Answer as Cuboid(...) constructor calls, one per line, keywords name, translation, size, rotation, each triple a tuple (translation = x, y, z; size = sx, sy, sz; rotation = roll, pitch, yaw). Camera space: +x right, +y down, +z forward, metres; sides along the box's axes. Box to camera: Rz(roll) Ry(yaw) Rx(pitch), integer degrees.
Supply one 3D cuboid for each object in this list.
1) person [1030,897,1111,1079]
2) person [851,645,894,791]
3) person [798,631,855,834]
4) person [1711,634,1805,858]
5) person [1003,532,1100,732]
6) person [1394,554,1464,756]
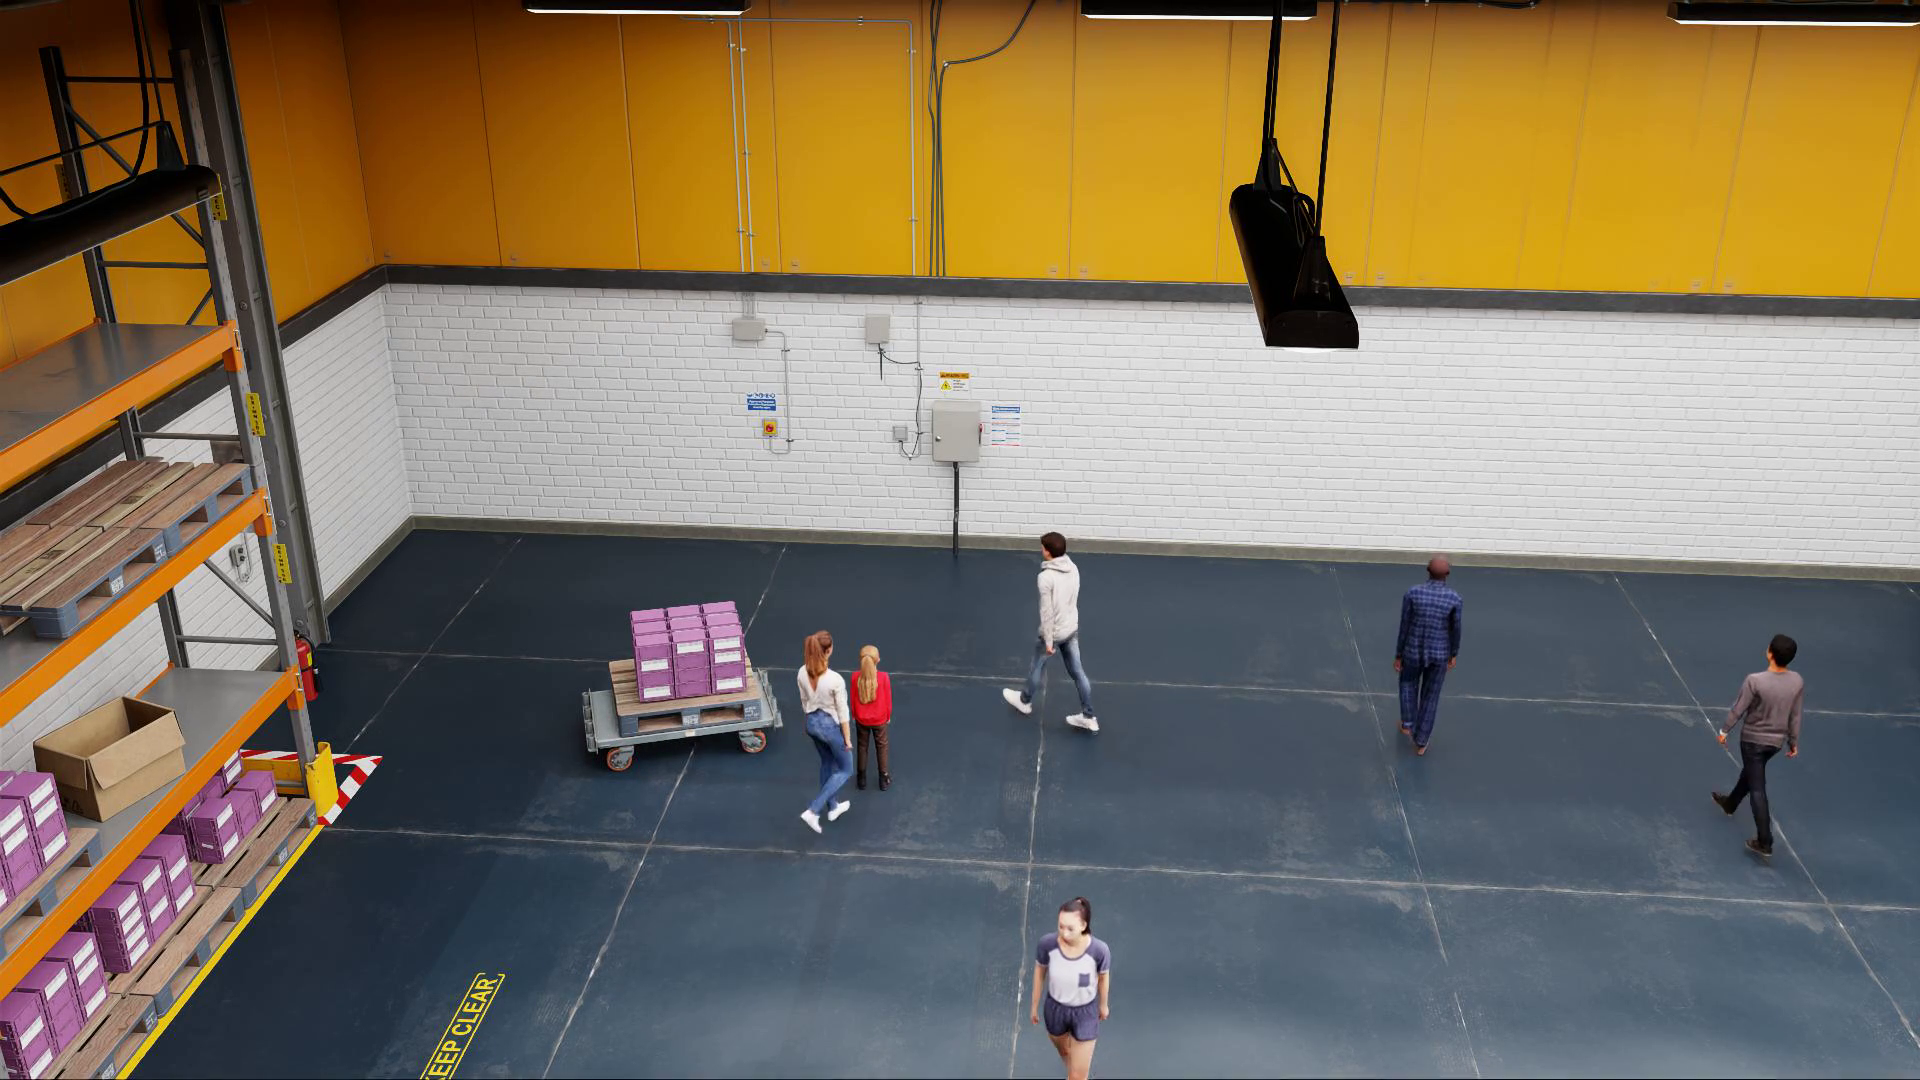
Cuboid(name="person", translation=(0.692, 2.837, 10.111), size=(0.791, 1.603, 1.111), rotation=(8, 25, 18))
Cuboid(name="person", translation=(-0.731, 1.456, 13.674), size=(0.493, 1.279, 0.478), rotation=(2, 24, 4))
Cuboid(name="person", translation=(-1.078, 1.525, 12.977), size=(0.882, 1.710, 1.000), rotation=(17, 29, 33))
Cuboid(name="person", translation=(6.200, 1.602, 12.783), size=(0.861, 1.725, 1.196), rotation=(-2, 24, -4))
Cuboid(name="person", translation=(0.930, 0.834, 14.441), size=(1.203, 1.805, 1.244), rotation=(19, 30, 37))
Cuboid(name="person", translation=(3.953, 0.994, 14.079), size=(0.749, 1.801, 0.853), rotation=(6, 24, 13))
